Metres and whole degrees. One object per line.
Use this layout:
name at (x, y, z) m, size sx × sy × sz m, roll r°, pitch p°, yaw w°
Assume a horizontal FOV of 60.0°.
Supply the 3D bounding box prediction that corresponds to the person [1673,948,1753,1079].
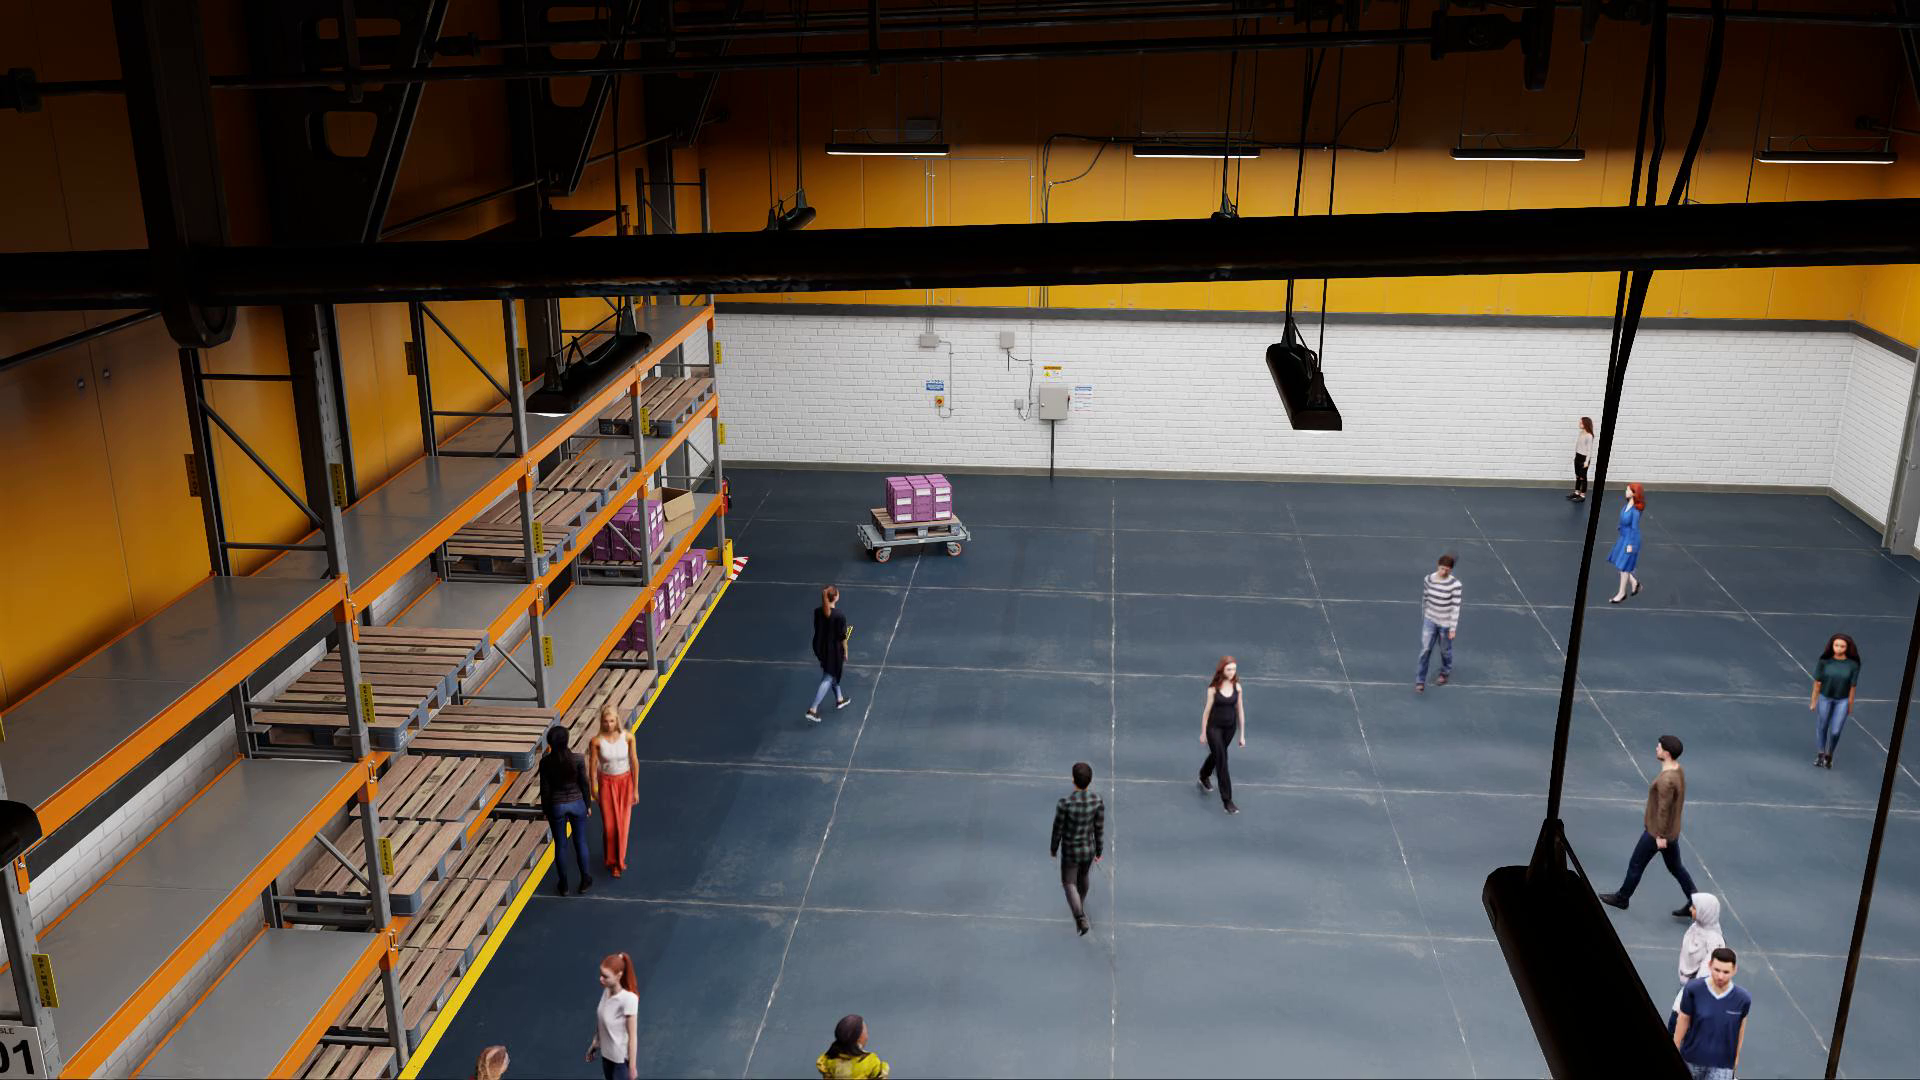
person at (5.590, 3.817, 12.449) m, size 0.923 × 1.798 × 1.252 m, roll 9°, pitch 21°, yaw 25°

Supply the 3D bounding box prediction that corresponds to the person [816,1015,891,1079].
person at (-0.745, 4.113, 11.791) m, size 0.929 × 1.658 × 0.876 m, roll 6°, pitch 20°, yaw 17°

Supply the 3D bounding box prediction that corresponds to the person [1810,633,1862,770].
person at (9.868, 1.788, 18.779) m, size 0.714 × 1.603 × 0.754 m, roll 12°, pitch 22°, yaw 31°

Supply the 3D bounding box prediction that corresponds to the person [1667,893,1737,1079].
person at (5.934, 3.633, 13.116) m, size 0.841 × 1.721 × 1.148 m, roll -1°, pitch 19°, yaw -4°

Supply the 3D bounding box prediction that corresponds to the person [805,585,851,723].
person at (-1.619, 1.386, 19.907) m, size 0.996 × 1.646 × 1.198 m, roll 14°, pitch 23°, yaw 35°

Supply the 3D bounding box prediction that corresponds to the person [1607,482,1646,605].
person at (9.562, 0.061, 23.569) m, size 0.718 × 1.820 × 0.716 m, roll 4°, pitch 19°, yaw 10°

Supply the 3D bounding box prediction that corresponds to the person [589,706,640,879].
person at (-3.445, 2.438, 16.573) m, size 0.829 × 1.781 × 0.941 m, roll -8°, pitch 20°, yaw -22°

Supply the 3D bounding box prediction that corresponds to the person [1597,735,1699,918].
person at (6.675, 2.735, 15.585) m, size 1.101 × 1.847 × 1.217 m, roll 12°, pitch 22°, yaw 32°

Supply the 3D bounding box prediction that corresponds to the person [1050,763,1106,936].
person at (1.134, 2.929, 15.687) m, size 0.925 × 1.694 × 1.106 m, roll -6°, pitch 20°, yaw -17°

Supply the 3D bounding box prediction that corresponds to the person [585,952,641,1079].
person at (-2.508, 3.845, 12.465) m, size 0.785 × 1.735 × 0.717 m, roll -12°, pitch 22°, yaw -32°

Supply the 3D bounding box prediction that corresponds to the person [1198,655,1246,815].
person at (2.782, 2.029, 17.936) m, size 0.931 × 1.685 × 1.221 m, roll -7°, pitch 20°, yaw -20°

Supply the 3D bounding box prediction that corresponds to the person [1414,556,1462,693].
person at (6.019, 1.002, 20.804) m, size 1.010 × 1.800 × 1.202 m, roll 15°, pitch 24°, yaw 38°

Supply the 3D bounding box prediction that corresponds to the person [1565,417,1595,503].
person at (10.647, -1.392, 28.410) m, size 0.651 × 1.484 × 0.504 m, roll -3°, pitch 19°, yaw -9°

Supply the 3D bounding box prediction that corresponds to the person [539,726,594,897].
person at (-3.814, 2.610, 16.114) m, size 0.680 × 1.747 × 0.635 m, roll -4°, pitch 19°, yaw -11°
